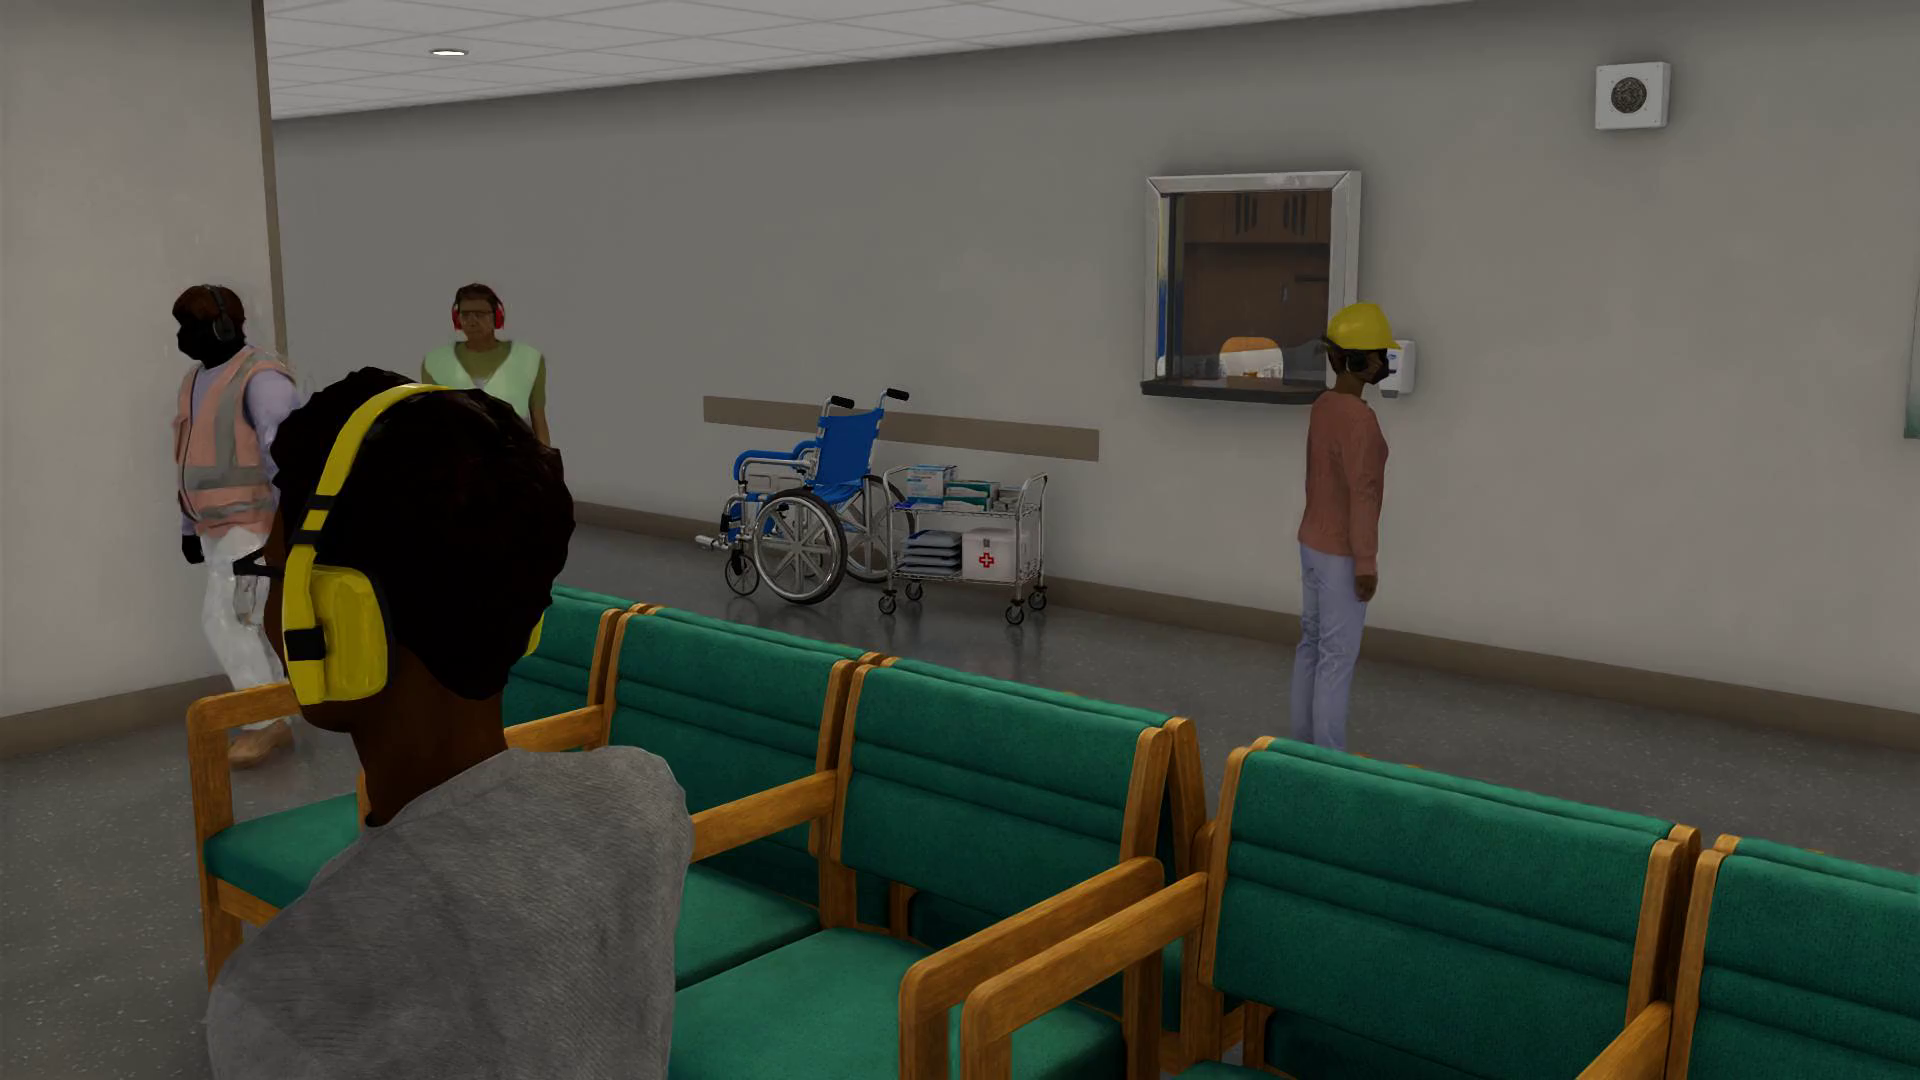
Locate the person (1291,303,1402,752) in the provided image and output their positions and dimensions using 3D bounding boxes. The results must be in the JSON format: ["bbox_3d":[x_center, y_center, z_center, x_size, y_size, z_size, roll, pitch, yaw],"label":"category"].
[{"bbox_3d":[1.381,0.042,5.955,0.328,1.769,0.526,-1,10,-5],"label":"person"}]

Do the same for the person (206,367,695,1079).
[{"bbox_3d":[-0.397,0.800,1.347,0.329,1.873,0.515,3,11,18],"label":"person"}]

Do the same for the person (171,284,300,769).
[{"bbox_3d":[-2.774,-0.044,6.284,0.664,1.822,0.539,8,13,39],"label":"person"}]

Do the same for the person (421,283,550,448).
[{"bbox_3d":[-2.251,-0.307,7.869,0.587,1.787,0.978,-1,10,-4],"label":"person"}]
